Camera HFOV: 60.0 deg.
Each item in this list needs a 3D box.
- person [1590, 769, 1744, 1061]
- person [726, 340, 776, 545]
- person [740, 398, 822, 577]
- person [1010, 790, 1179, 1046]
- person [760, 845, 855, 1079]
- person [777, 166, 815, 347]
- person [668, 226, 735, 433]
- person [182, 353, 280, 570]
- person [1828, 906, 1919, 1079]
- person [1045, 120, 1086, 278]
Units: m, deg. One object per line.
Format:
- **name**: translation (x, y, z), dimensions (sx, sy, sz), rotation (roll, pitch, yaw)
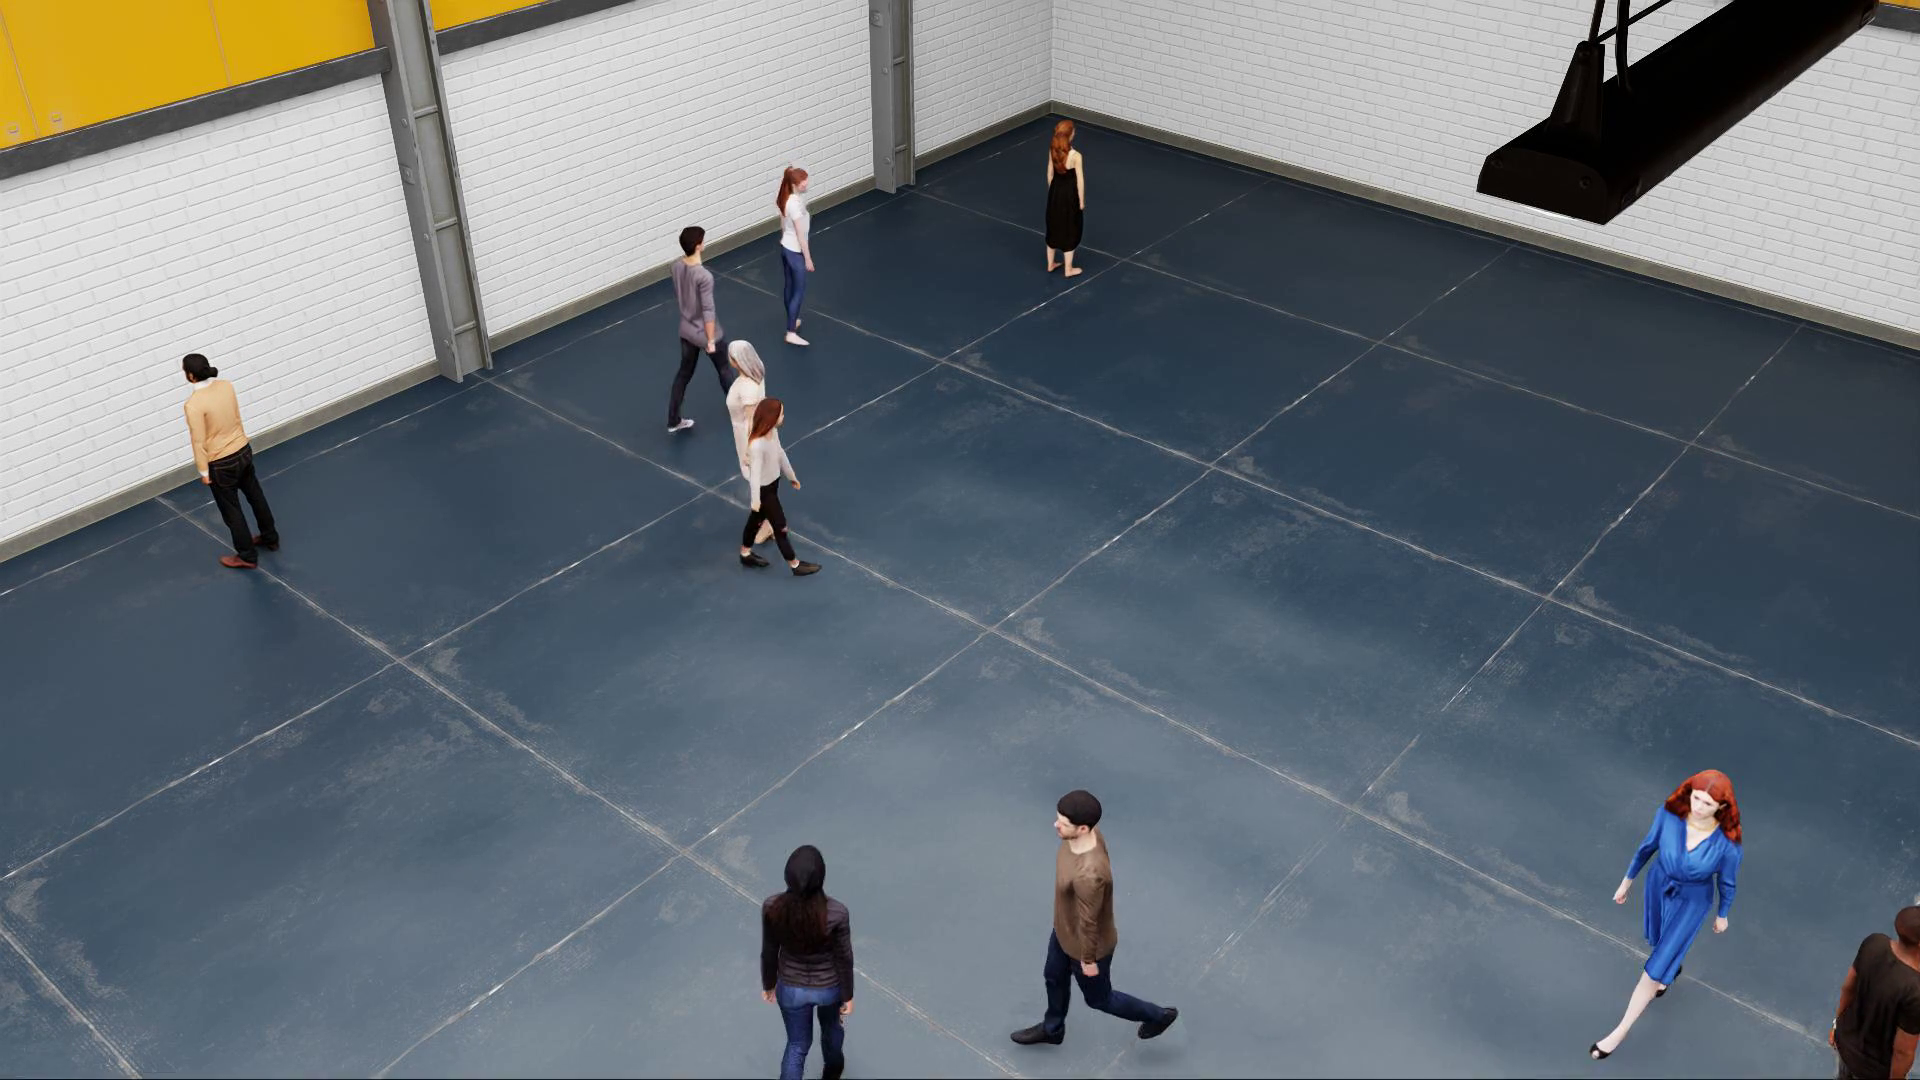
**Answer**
- **person**: translation (3.794, 1.880, 8.724), dimensions (1.190, 1.774, 0.815), rotation (-23, 40, -30)
- **person**: translation (-1.576, -0.754, 12.722), dimensions (0.752, 1.736, 0.685), rotation (-1, 34, -2)
- **person**: translation (-1.526, -0.387, 12.433), dimensions (0.892, 1.444, 0.922), rotation (5, 34, 8)
- **person**: translation (0.730, 1.984, 8.492), dimensions (1.180, 1.858, 1.098), rotation (-3, 34, -5)
- **person**: translation (-0.751, 2.284, 8.169), dimensions (0.979, 1.716, 1.159), rotation (5, 34, 8)
- **person**: translation (-1.592, -2.736, 15.708), dimensions (0.761, 1.732, 0.824), rotation (-26, 42, -33)
- **person**: translation (-2.289, -1.745, 14.149), dimensions (0.696, 1.807, 1.135), rotation (25, 41, 32)
- **person**: translation (-5.505, -0.610, 12.492), dimensions (0.788, 1.750, 0.652), rotation (9, 35, 13)
- **person**: translation (4.224, 2.430, 7.880), dimensions (1.048, 1.793, 1.013), rotation (-1, 34, -1)
- **person**: translation (1.051, -3.486, 16.932), dimensions (0.575, 1.624, 0.557), rotation (23, 40, 31)
